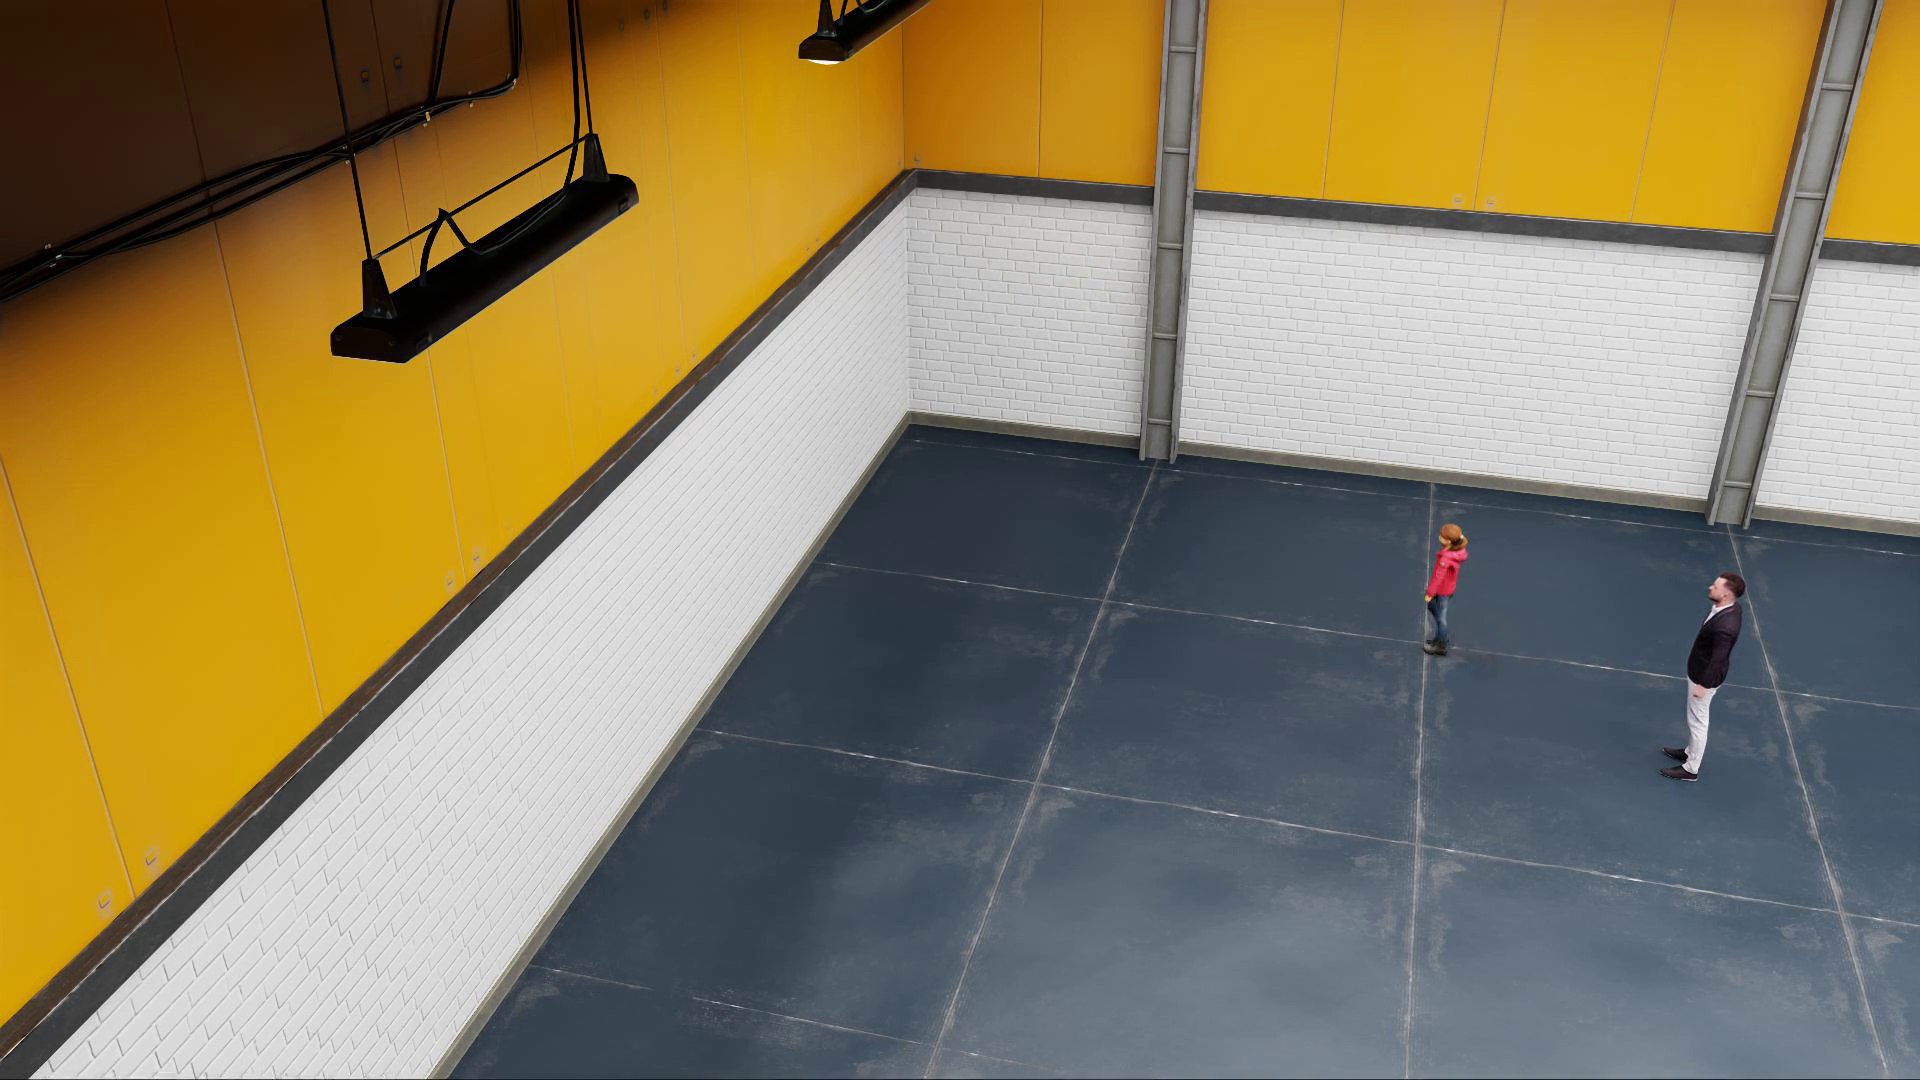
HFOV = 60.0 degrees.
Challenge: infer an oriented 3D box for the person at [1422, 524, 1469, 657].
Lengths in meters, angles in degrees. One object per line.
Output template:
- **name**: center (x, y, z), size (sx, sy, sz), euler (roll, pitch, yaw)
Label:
- **person**: center (4.384, 0.467, 14.844), size (0.552, 1.306, 0.548), euler (13, 31, 23)

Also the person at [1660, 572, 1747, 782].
- **person**: center (5.934, 1.070, 13.176), size (0.637, 1.845, 0.704), euler (14, 32, 24)
